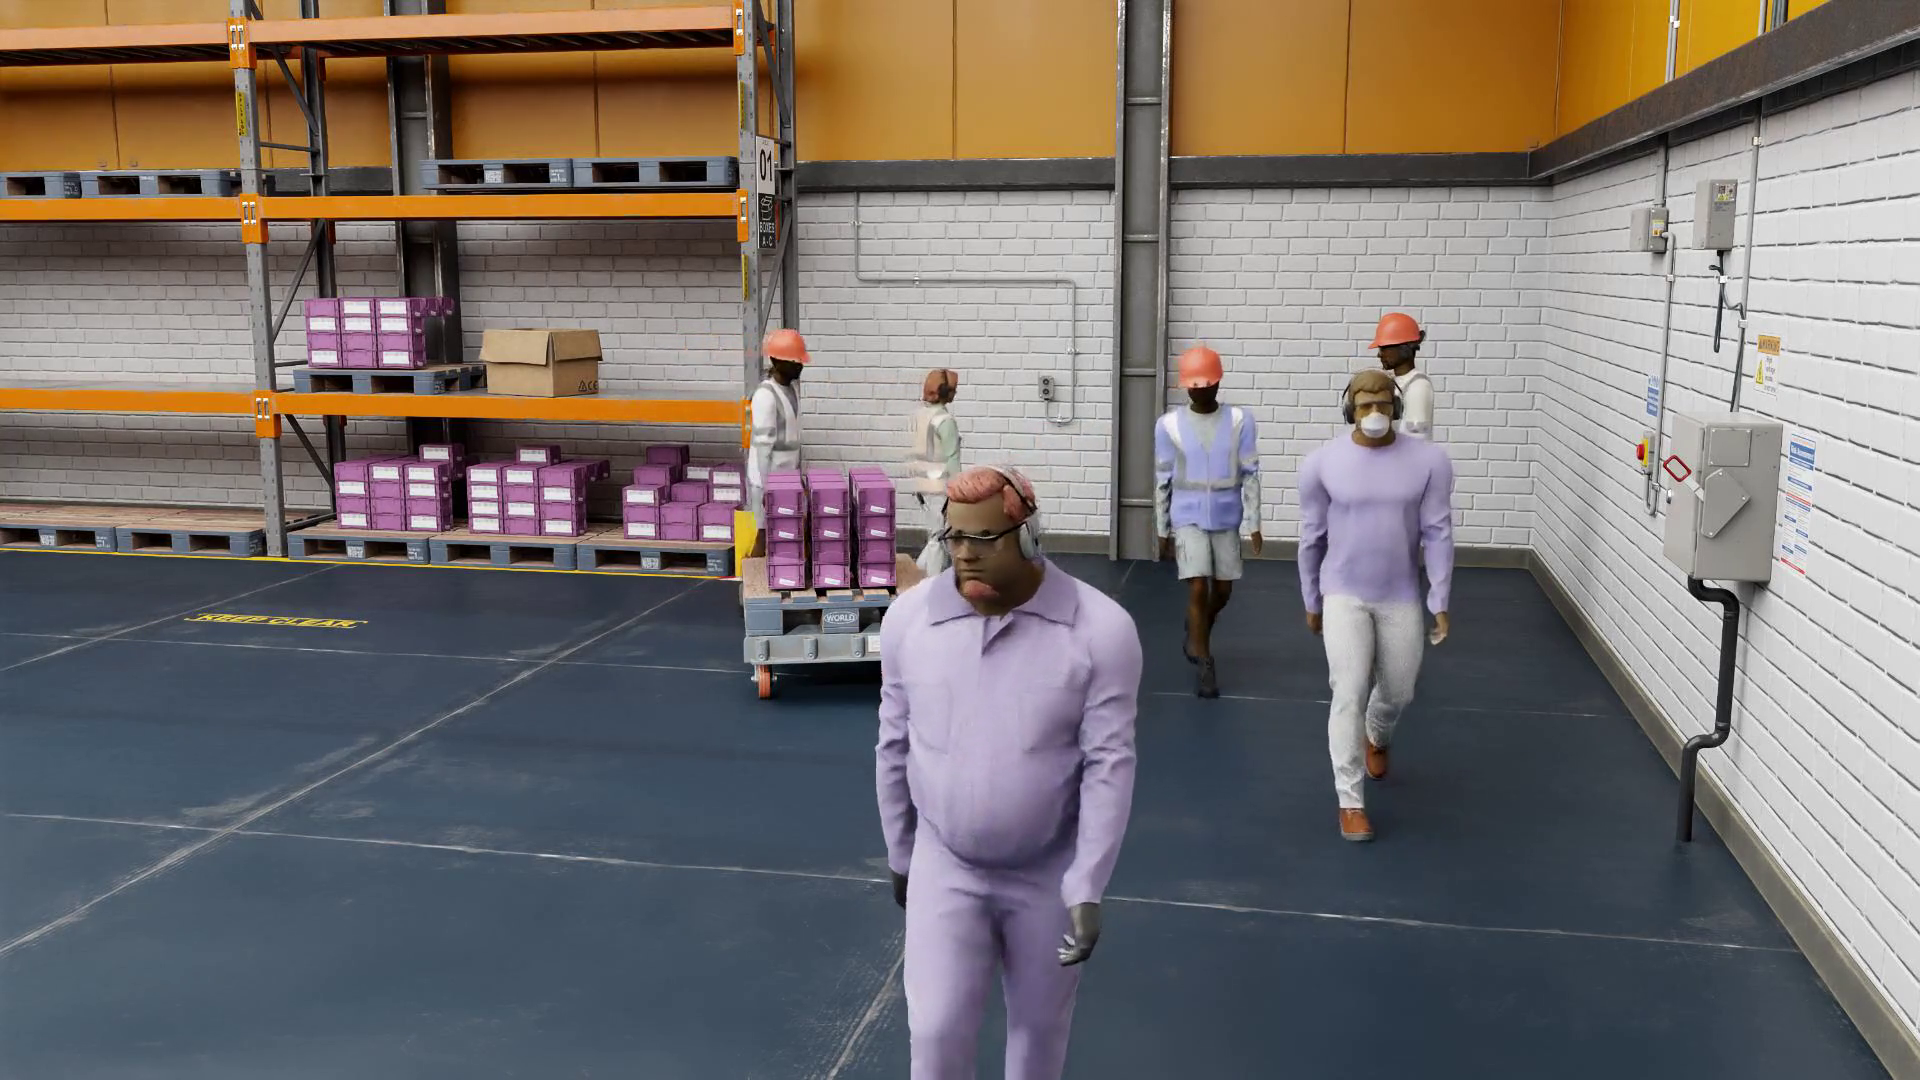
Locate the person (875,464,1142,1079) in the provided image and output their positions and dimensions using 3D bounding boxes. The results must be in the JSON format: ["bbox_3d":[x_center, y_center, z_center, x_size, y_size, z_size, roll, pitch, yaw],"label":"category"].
[{"bbox_3d":[0.081,0.766,3.793,0.633,1.873,0.742,2,10,10],"label":"person"}]

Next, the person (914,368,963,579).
[{"bbox_3d":[-0.128,-0.331,11.141,0.366,1.627,0.524,-3,10,-18],"label":"person"}]

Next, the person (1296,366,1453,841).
[{"bbox_3d":[1.701,0.225,6.940,0.627,1.917,0.814,1,9,5],"label":"person"}]

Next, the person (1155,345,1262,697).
[{"bbox_3d":[1.352,-0.131,9.130,0.585,1.900,0.743,1,9,3],"label":"person"}]

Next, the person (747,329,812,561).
[{"bbox_3d":[-1.117,-0.407,10.739,0.660,1.906,0.573,3,10,17],"label":"person"}]

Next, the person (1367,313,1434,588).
[{"bbox_3d":[2.646,-0.353,10.083,0.410,2.032,0.609,0,9,0],"label":"person"}]
